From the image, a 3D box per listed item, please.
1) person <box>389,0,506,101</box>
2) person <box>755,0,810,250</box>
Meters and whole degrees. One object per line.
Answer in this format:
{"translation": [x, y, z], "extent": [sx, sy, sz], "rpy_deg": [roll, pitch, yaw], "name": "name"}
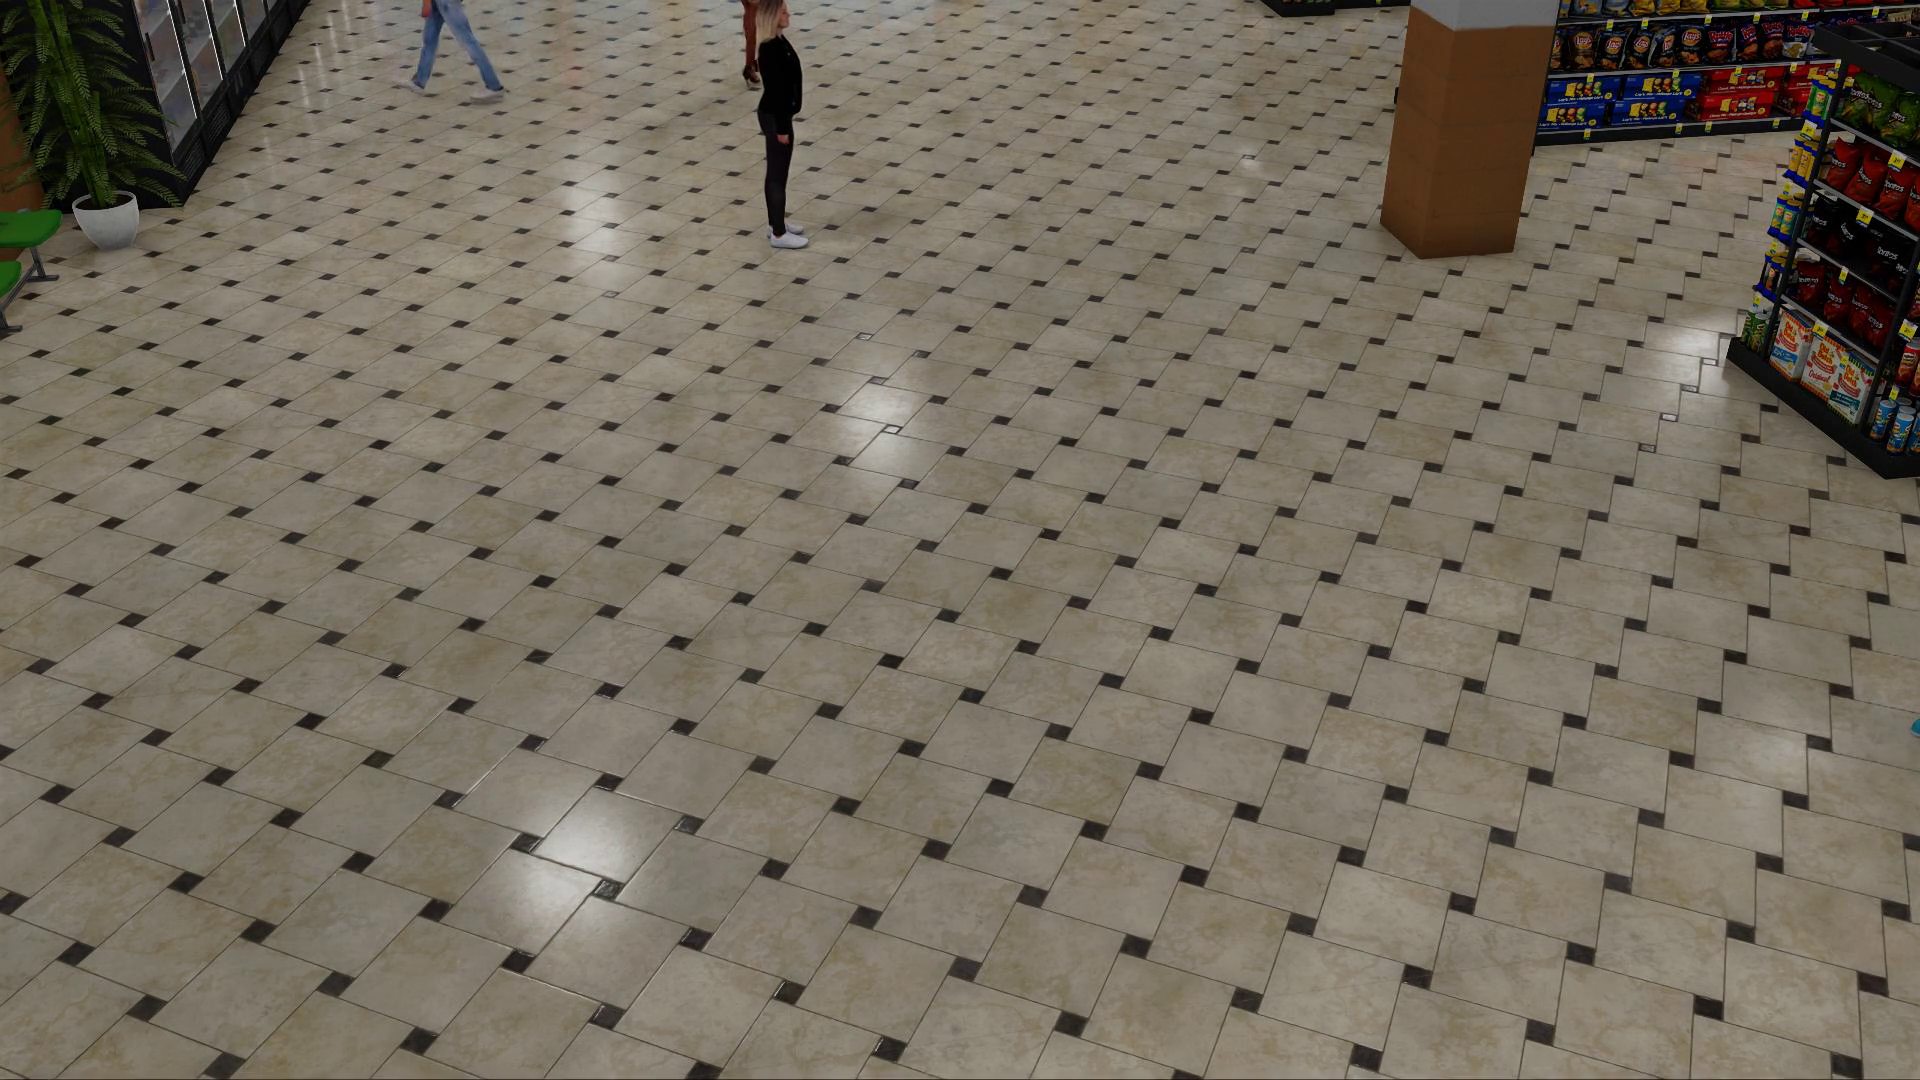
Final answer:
{"translation": [-4.237, -4.560, 13.971], "extent": [1.174, 1.795, 0.677], "rpy_deg": [-6, 32, -9], "name": "person"}
{"translation": [-1.250, -2.838, 11.307], "extent": [0.529, 1.685, 0.600], "rpy_deg": [-4, 32, -7], "name": "person"}
